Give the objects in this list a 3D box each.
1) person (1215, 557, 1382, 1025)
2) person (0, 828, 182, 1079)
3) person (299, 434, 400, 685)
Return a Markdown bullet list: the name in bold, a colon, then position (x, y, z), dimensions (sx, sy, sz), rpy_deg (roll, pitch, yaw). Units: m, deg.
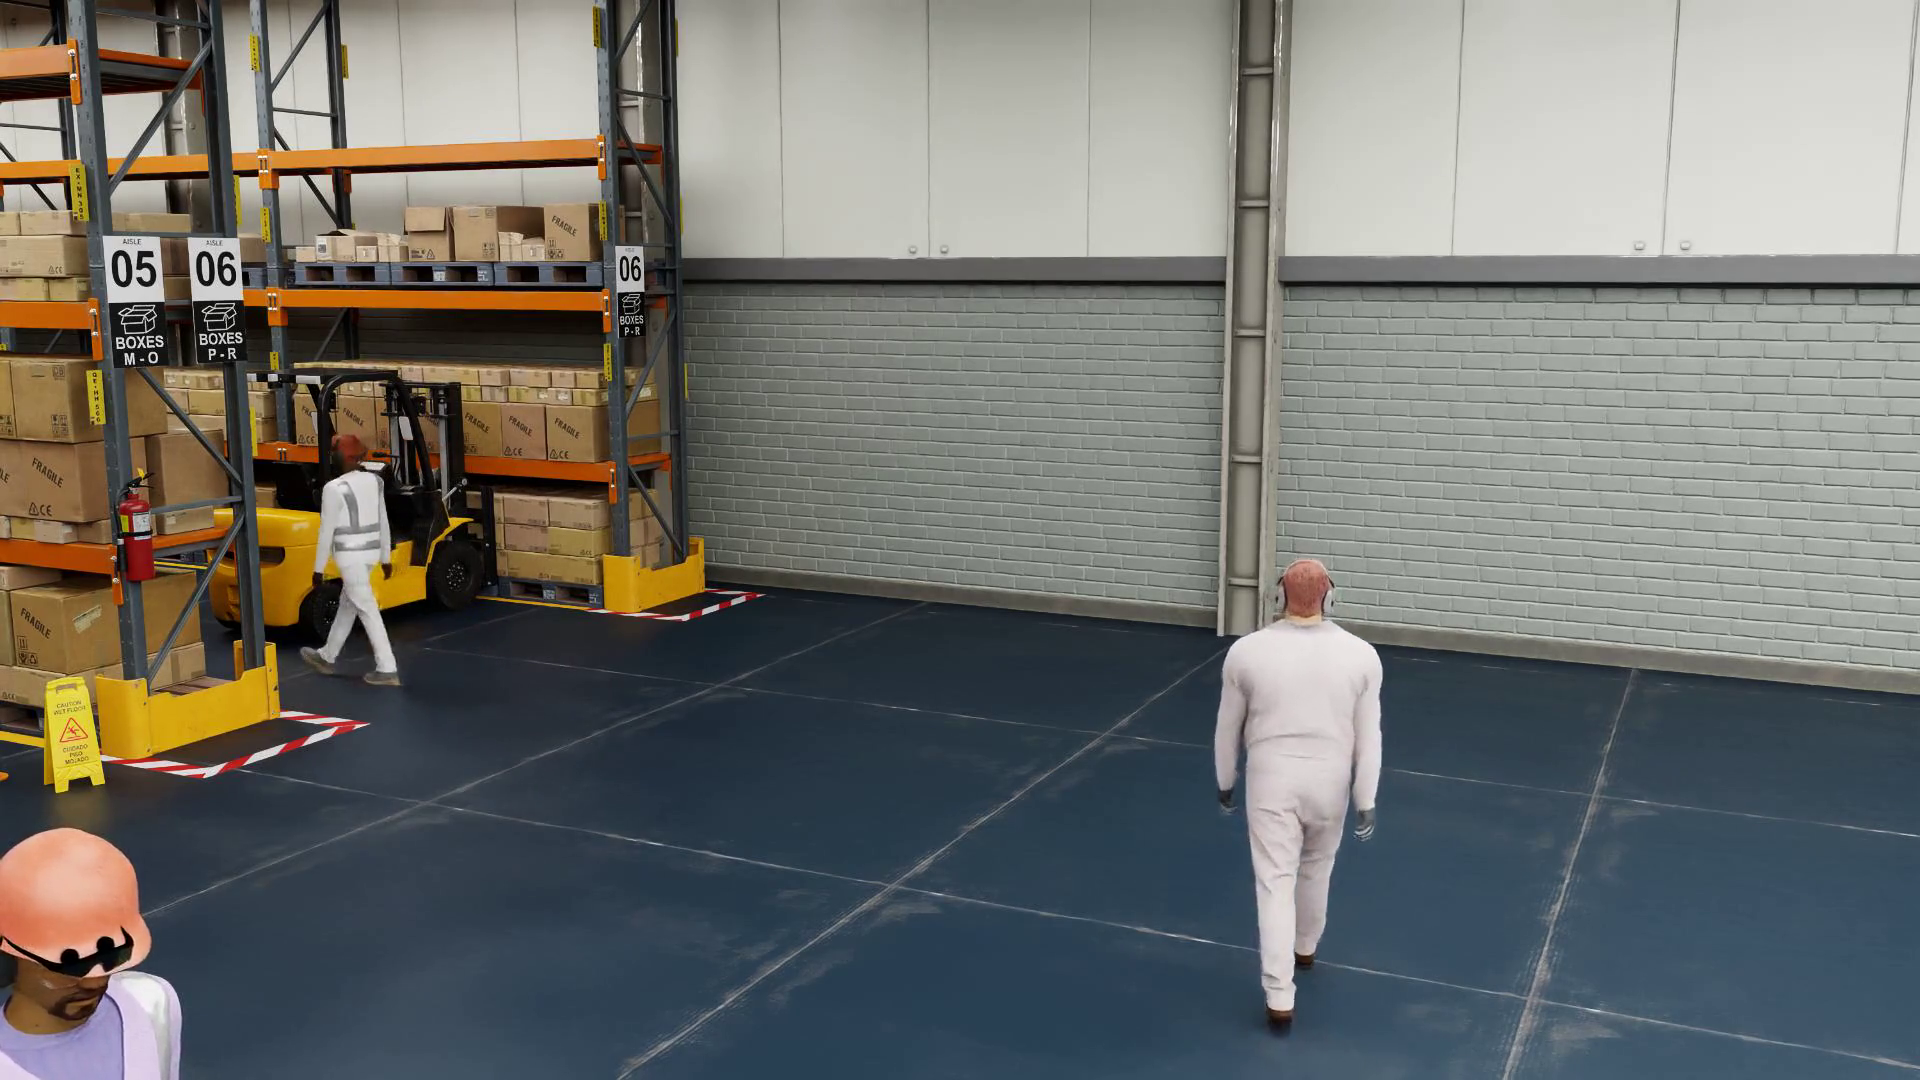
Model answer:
- **person**: position (1.388, 0.996, 6.893), dimensions (0.663, 1.857, 0.990), rpy_deg (1, 9, 8)
- **person**: position (-1.640, 1.520, 3.132), dimensions (0.392, 2.033, 0.605), rpy_deg (3, 10, 20)
- **person**: position (-4.517, 0.143, 12.165), dimensions (0.951, 1.832, 0.606), rpy_deg (3, 10, 17)
